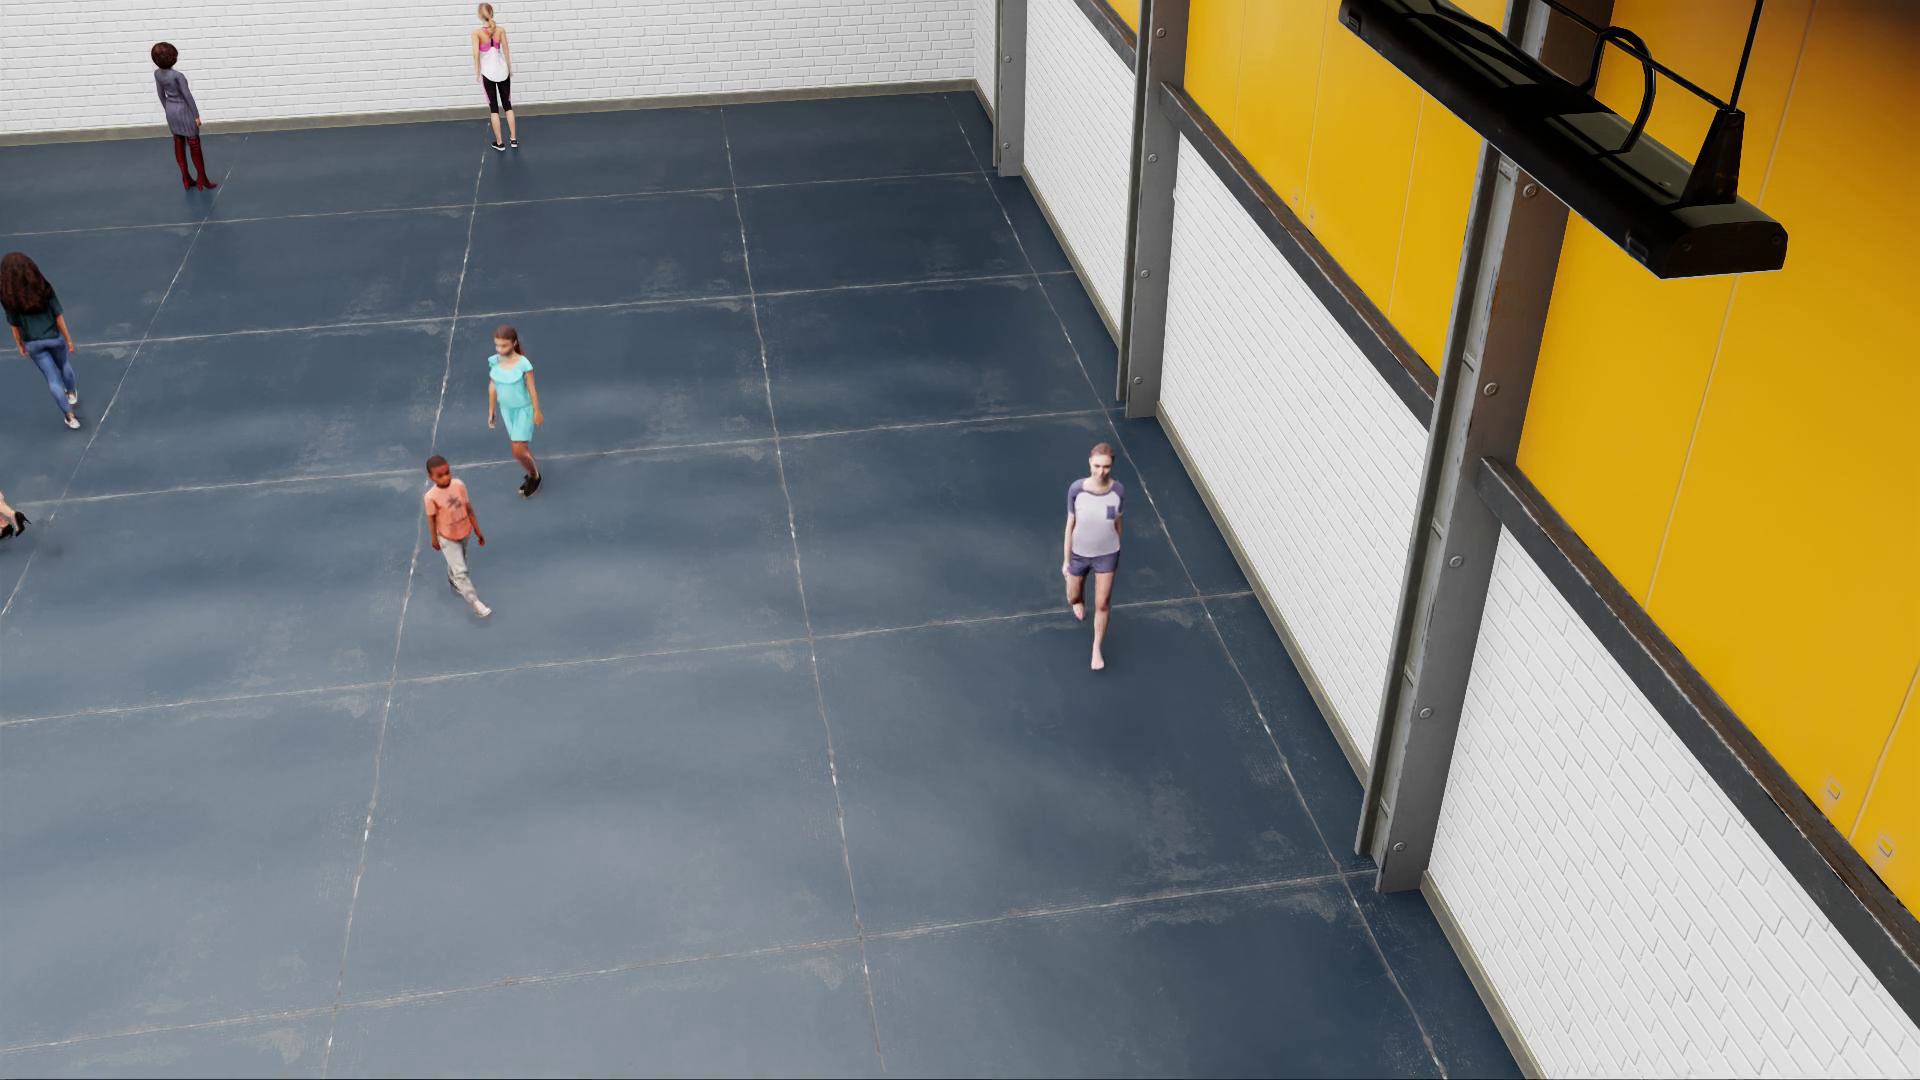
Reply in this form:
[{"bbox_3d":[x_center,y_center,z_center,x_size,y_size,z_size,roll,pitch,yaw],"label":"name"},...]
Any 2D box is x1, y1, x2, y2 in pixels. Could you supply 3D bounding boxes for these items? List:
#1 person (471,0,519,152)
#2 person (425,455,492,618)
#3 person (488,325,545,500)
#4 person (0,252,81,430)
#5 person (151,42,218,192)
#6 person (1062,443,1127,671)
[{"bbox_3d":[-5.692,-5.677,20.358,0.678,1.785,0.648,-20,38,-27],"label":"person"},{"bbox_3d":[-3.805,-0.081,12.405,0.951,1.270,0.809,28,43,35],"label":"person"},{"bbox_3d":[-3.595,-1.101,13.691,0.684,1.544,0.736,16,37,23],"label":"person"},{"bbox_3d":[-8.013,-1.712,14.569,0.838,1.591,1.018,-21,39,-28],"label":"person"},{"bbox_3d":[-9.027,-4.902,19.260,0.668,1.710,0.668,11,35,16],"label":"person"},{"bbox_3d":[0.945,0.049,11.776,0.702,1.749,0.932,2,34,3],"label":"person"}]
